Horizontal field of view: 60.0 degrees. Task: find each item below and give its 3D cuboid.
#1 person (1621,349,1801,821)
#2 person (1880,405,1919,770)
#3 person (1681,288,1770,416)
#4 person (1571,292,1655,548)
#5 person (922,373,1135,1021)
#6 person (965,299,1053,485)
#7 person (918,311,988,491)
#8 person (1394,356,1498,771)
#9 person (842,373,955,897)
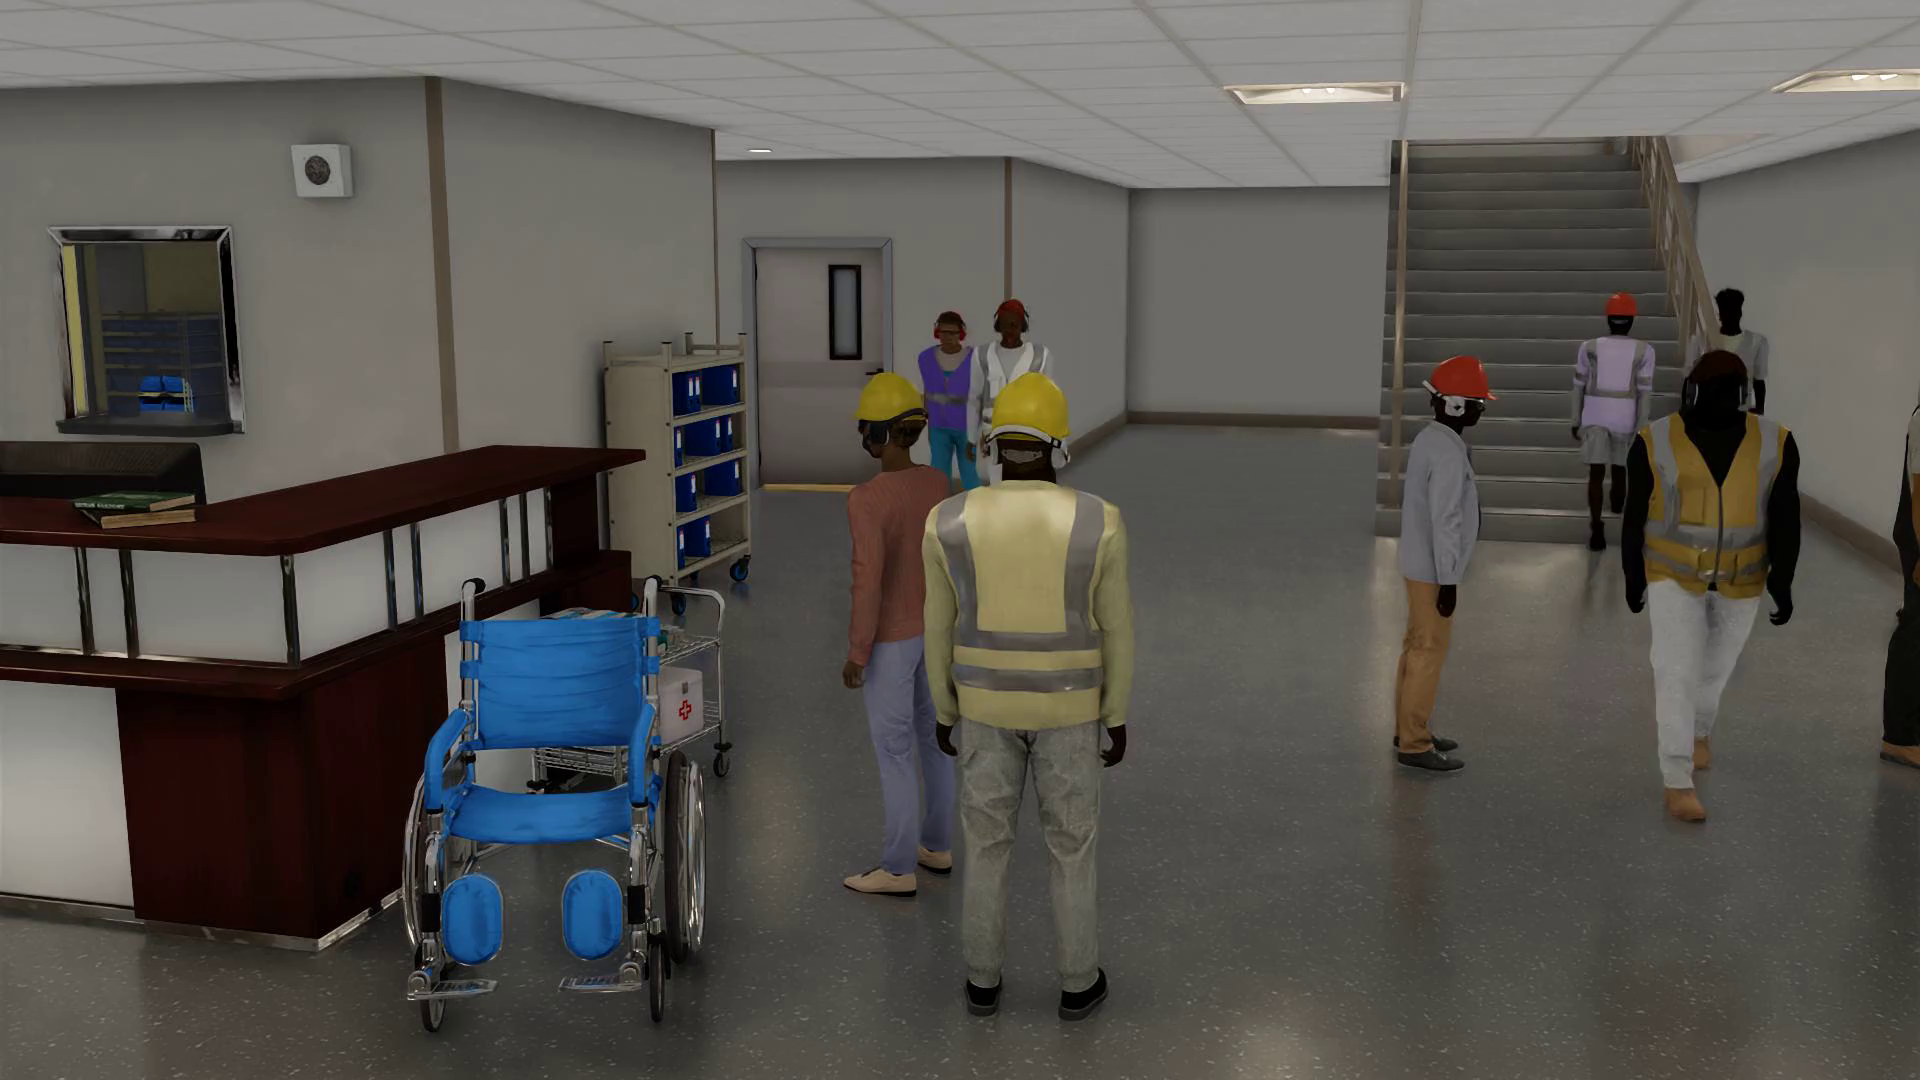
[{"bbox_3d":[2.974,0.131,6.667,0.616,1.808,0.964,2,10,12],"label":"person"},{"bbox_3d":[4.152,0.041,7.038,0.344,1.847,0.504,9,13,44],"label":"person"},{"bbox_3d":[6.099,-1.050,13.313,0.626,1.896,0.979,5,11,26],"label":"person"},{"bbox_3d":[4.866,-0.896,12.446,0.560,1.890,0.992,4,10,23],"label":"person"},{"bbox_3d":[0.197,0.450,4.677,0.587,1.833,0.404,2,10,9],"label":"person"},{"bbox_3d":[0.334,-0.701,11.343,0.570,1.865,0.445,3,10,14],"label":"person"},{"bbox_3d":[-0.009,-0.841,12.506,0.582,1.770,1.019,3,10,16],"label":"person"},{"bbox_3d":[2.044,0.098,7.020,0.359,1.743,0.559,1,10,7],"label":"person"},{"bbox_3d":[-0.219,0.322,5.627,0.325,1.769,0.524,7,12,34],"label":"person"}]
